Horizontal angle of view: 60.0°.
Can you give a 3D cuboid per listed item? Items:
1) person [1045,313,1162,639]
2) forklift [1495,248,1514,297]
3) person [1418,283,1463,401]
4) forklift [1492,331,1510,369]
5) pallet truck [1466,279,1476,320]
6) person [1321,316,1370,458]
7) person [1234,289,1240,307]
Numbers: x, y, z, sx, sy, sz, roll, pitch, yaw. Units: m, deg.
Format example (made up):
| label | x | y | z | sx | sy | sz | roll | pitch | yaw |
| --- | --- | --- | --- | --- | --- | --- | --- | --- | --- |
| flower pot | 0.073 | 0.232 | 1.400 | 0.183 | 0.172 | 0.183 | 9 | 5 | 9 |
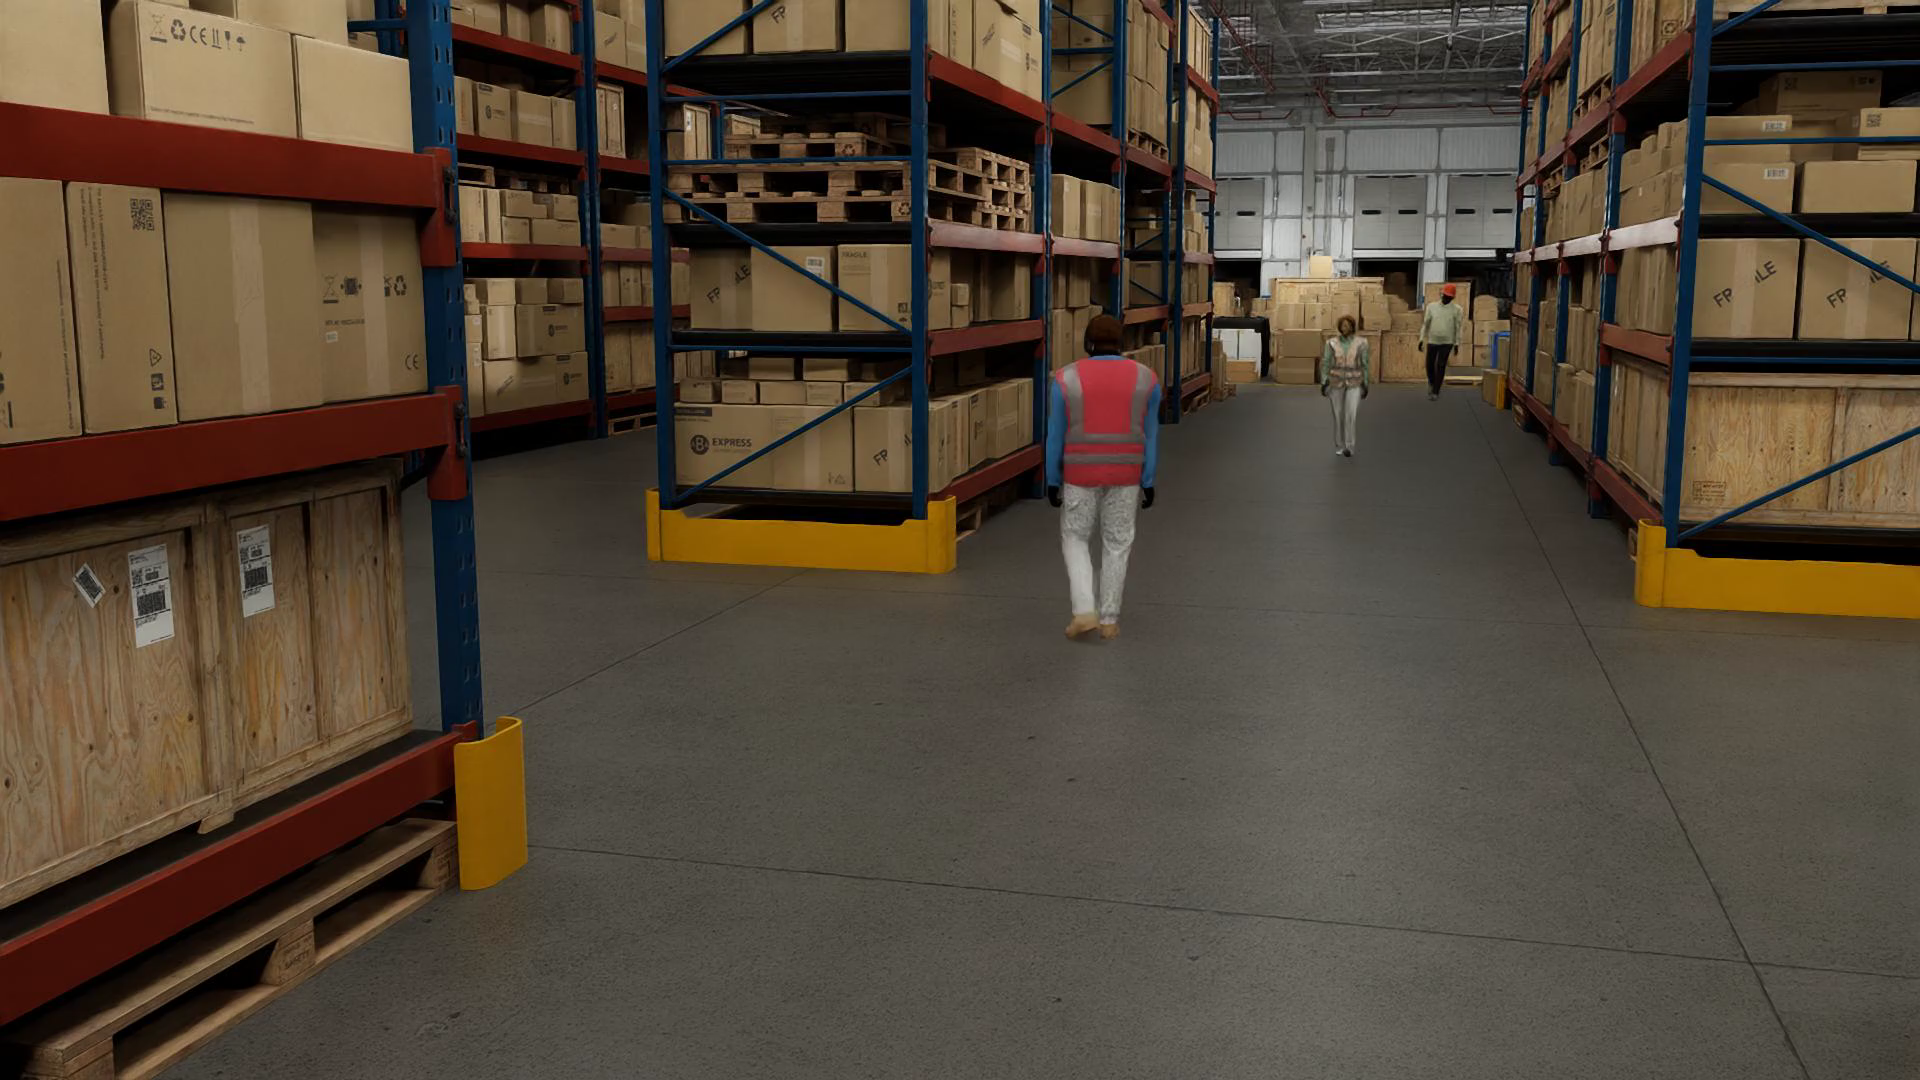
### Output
| label | x | y | z | sx | sy | sz | roll | pitch | yaw |
| --- | --- | --- | --- | --- | --- | --- | --- | --- | --- |
| person | 0.790 | -0.338 | 9.255 | 0.636 | 1.830 | 0.452 | 0 | 9 | -1 |
| forklift | 14.713 | -6.386 | 44.345 | 1.873 | 2.768 | 1.129 | -6 | 11 | -34 |
| person | 7.958 | -3.283 | 27.568 | 0.691 | 1.949 | 0.636 | 4 | 10 | 23 |
| forklift | 10.276 | -3.913 | 28.631 | 1.873 | 2.768 | 1.129 | -2 | 9 | -10 |
| pallet truck | 18.896 | -8.459 | 60.307 | 1.885 | 1.965 | 0.823 | 5 | 10 | 31 |
| person | 4.345 | -1.723 | 18.797 | 0.522 | 1.592 | 0.877 | 3 | 9 | 18 |
| person | 9.488 | -7.783 | 57.147 | 0.307 | 1.641 | 0.514 | 4 | 10 | 23 |
